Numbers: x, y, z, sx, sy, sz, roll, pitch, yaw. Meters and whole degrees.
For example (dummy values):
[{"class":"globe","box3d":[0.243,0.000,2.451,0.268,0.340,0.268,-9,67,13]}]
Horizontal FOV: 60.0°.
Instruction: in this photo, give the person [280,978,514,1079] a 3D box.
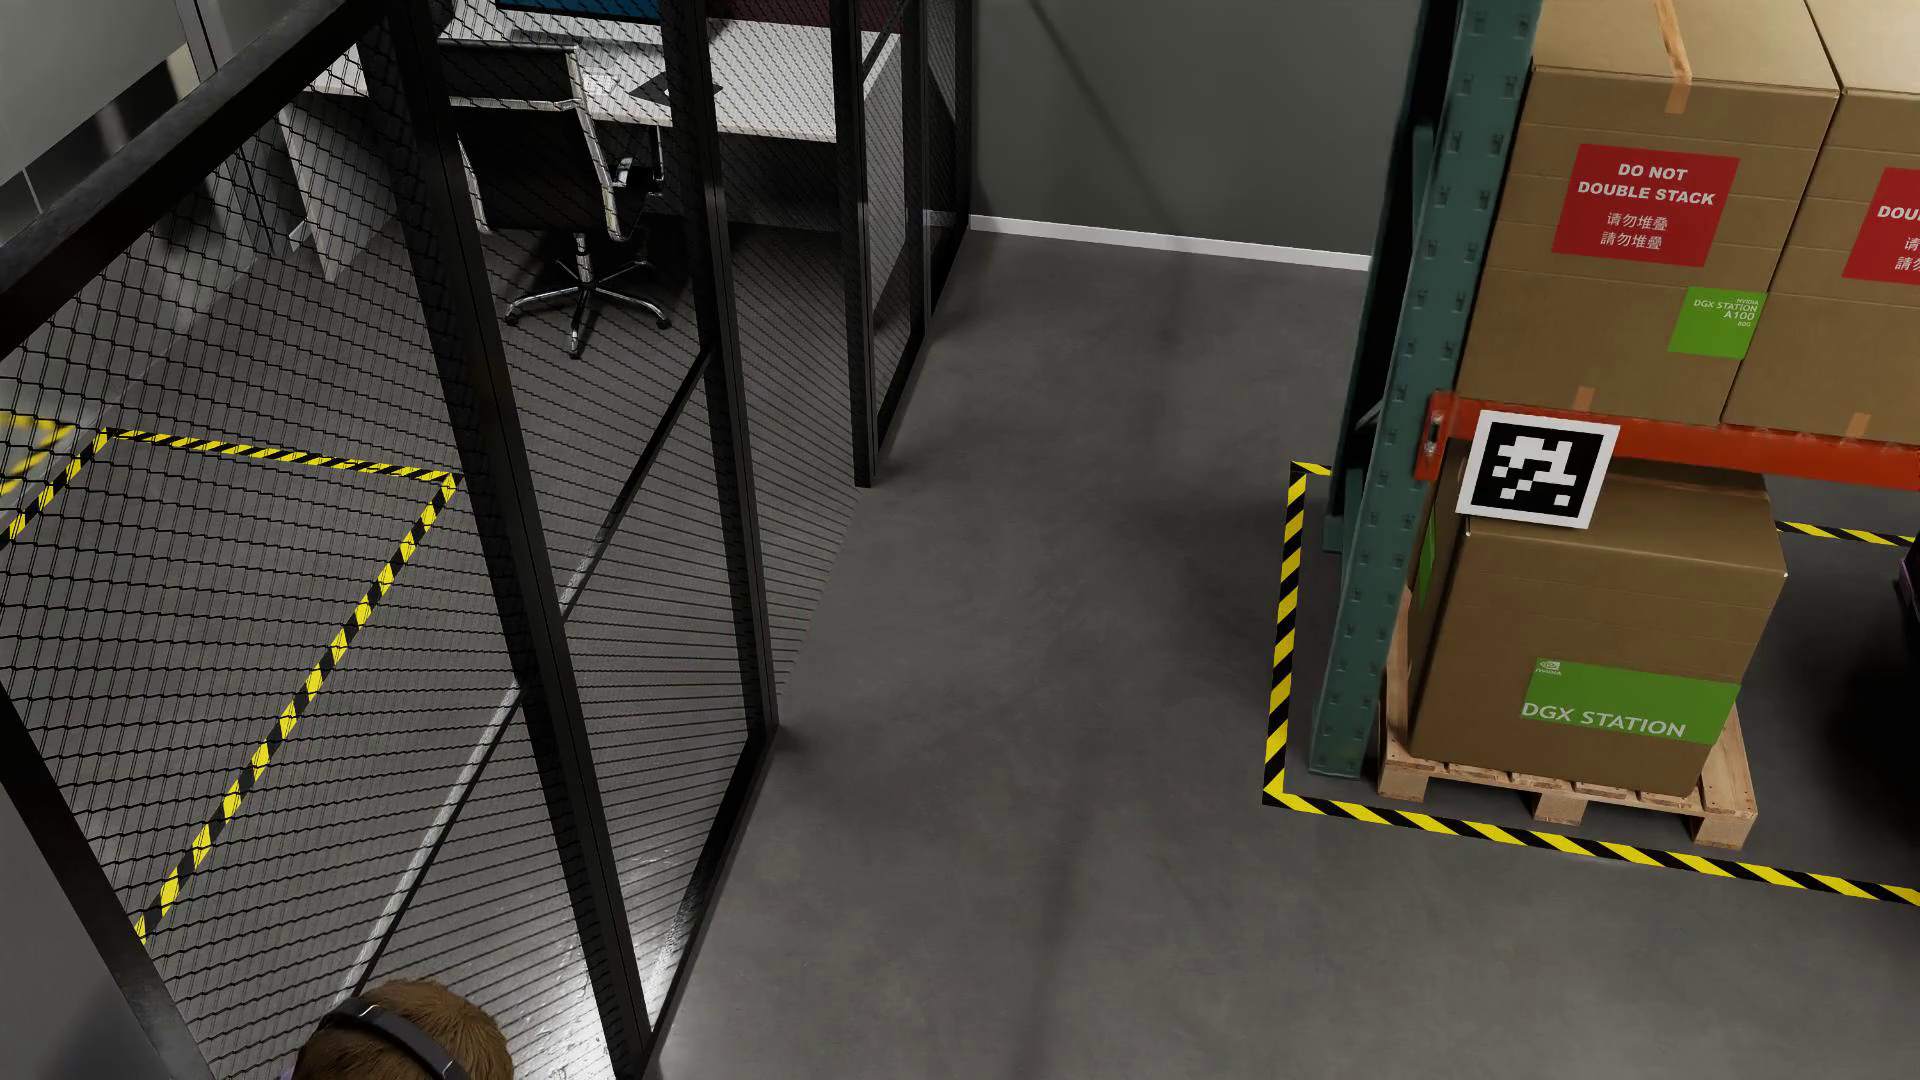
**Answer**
[{"class":"person","box3d":[-0.525,1.161,2.160,0.635,1.938,0.352,19,44,20]}]
